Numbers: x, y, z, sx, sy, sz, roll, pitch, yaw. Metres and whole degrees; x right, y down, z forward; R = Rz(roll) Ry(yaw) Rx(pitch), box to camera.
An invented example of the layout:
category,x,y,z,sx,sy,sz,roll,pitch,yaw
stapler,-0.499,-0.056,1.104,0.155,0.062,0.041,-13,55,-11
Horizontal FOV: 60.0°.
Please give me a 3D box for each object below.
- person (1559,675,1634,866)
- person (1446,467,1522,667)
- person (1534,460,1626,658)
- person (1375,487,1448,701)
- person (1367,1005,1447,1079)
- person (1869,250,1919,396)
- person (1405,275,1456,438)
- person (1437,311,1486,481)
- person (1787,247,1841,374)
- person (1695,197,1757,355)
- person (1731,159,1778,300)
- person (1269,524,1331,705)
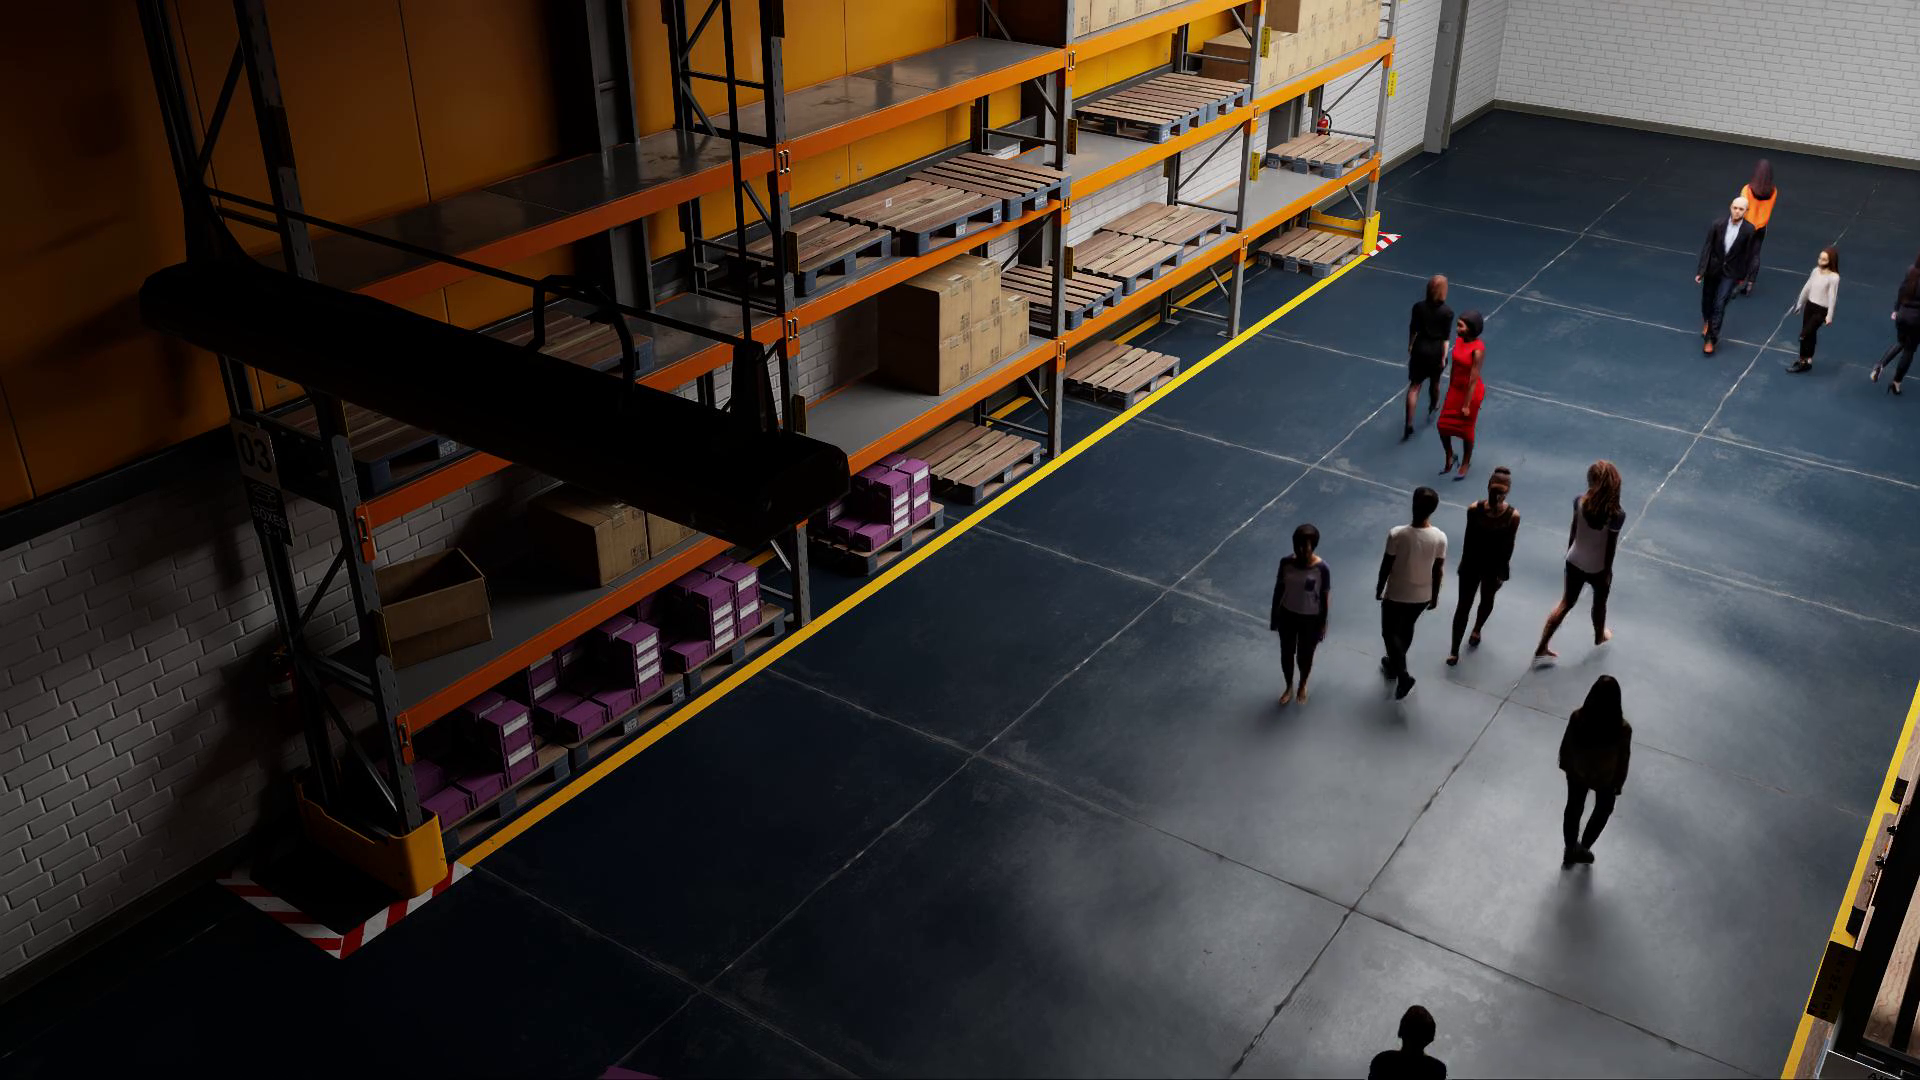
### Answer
category,x,y,z,sx,sy,sz,roll,pitch,yaw
person,4.157,1.570,10.982,0.597,1.472,0.532,19,34,30
person,4.258,0.156,13.391,0.686,1.647,1.031,12,31,20
person,4.931,0.220,13.247,1.176,1.673,0.900,-16,33,-27
person,3.474,0.435,12.830,0.983,1.696,1.085,-2,29,-3
person,2.181,3.000,8.314,0.850,1.516,1.111,5,29,9
person,10.202,-2.361,17.950,0.858,1.699,0.795,-6,29,-12
person,4.761,-1.847,17.051,0.633,1.659,1.060,17,33,28
person,4.972,-1.404,16.166,0.787,1.729,0.746,-17,33,-28
person,9.622,-2.565,18.564,0.761,1.470,0.710,-8,30,-14
person,8.828,-3.122,19.256,0.712,1.785,1.166,16,32,27
person,9.829,-3.867,20.659,0.703,1.749,0.758,-4,29,-8
person,2.639,0.548,12.772,0.592,1.551,0.572,16,32,27
